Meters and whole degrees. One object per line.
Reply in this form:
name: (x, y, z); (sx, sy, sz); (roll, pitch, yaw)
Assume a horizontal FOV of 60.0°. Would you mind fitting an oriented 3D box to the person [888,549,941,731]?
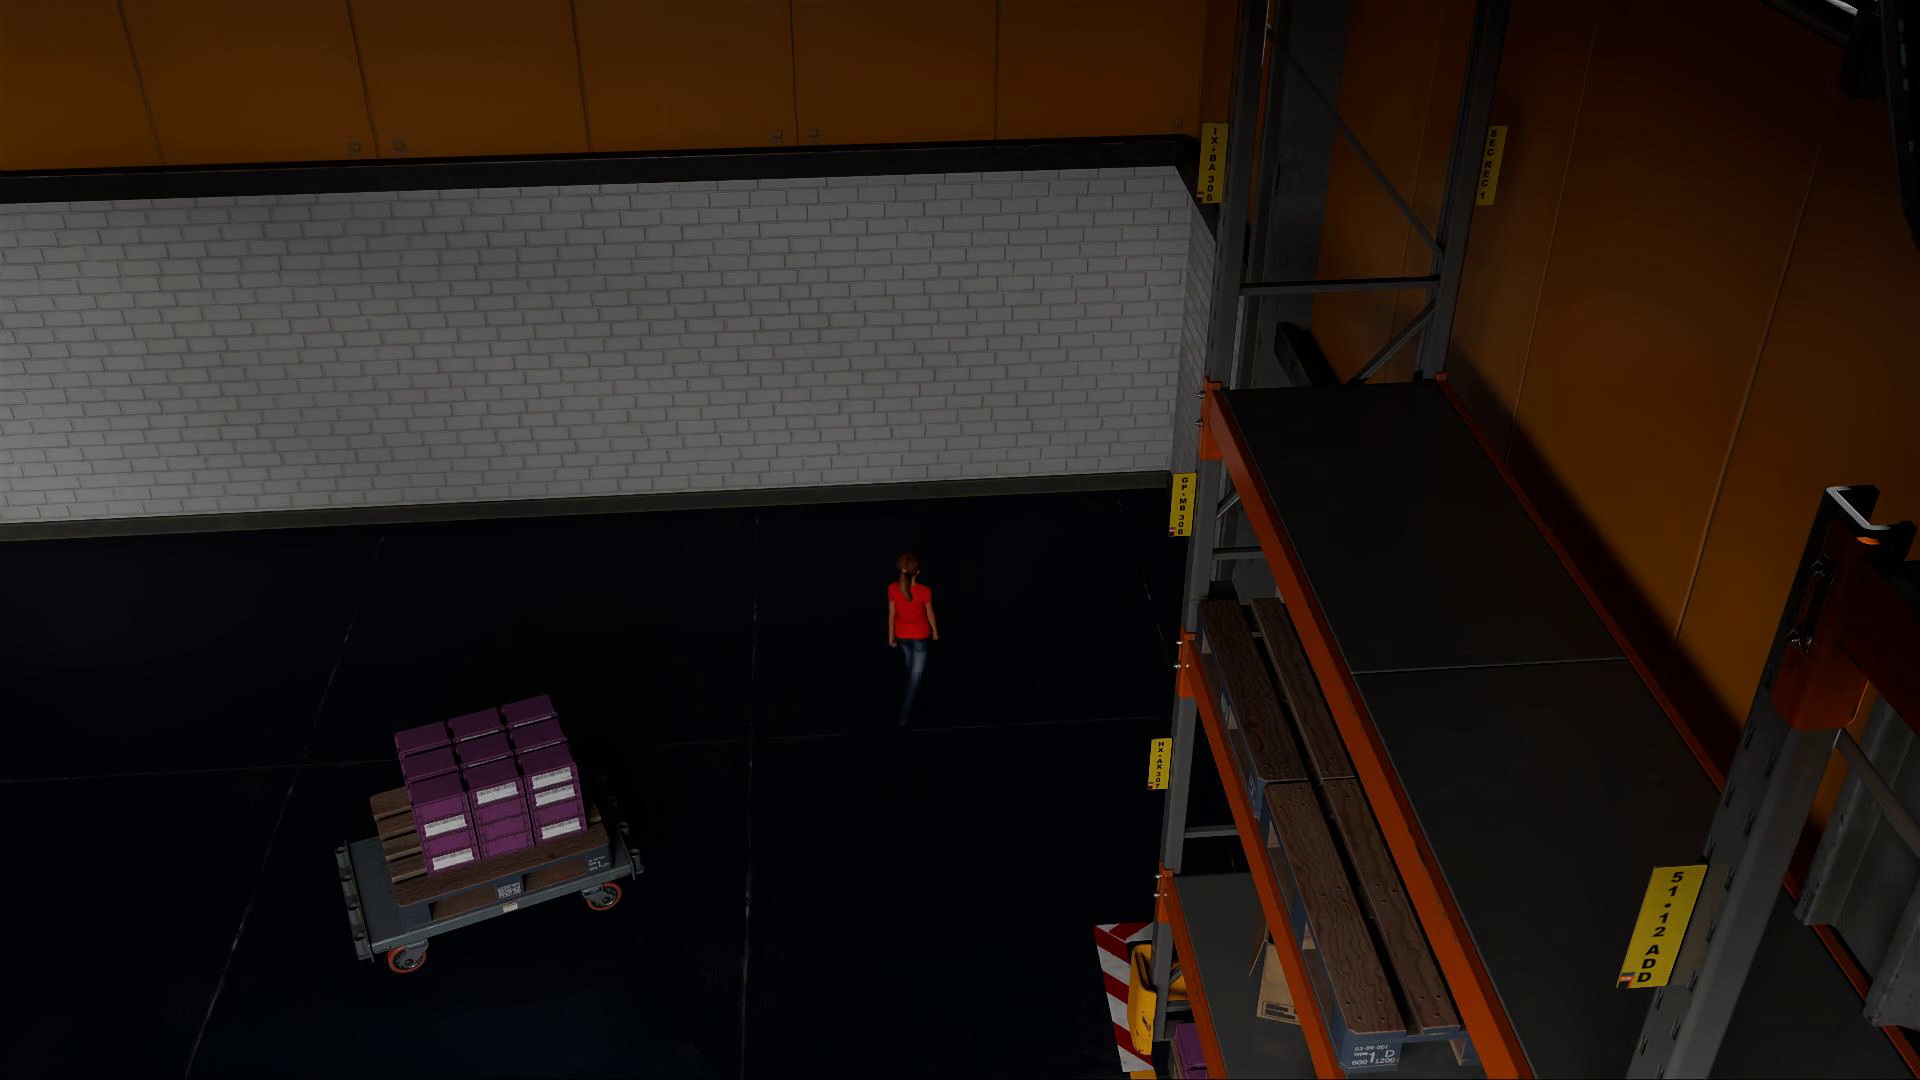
person: (-0.337, 0.678, 11.168); (0.739, 1.293, 0.958); (13, 36, 19)
